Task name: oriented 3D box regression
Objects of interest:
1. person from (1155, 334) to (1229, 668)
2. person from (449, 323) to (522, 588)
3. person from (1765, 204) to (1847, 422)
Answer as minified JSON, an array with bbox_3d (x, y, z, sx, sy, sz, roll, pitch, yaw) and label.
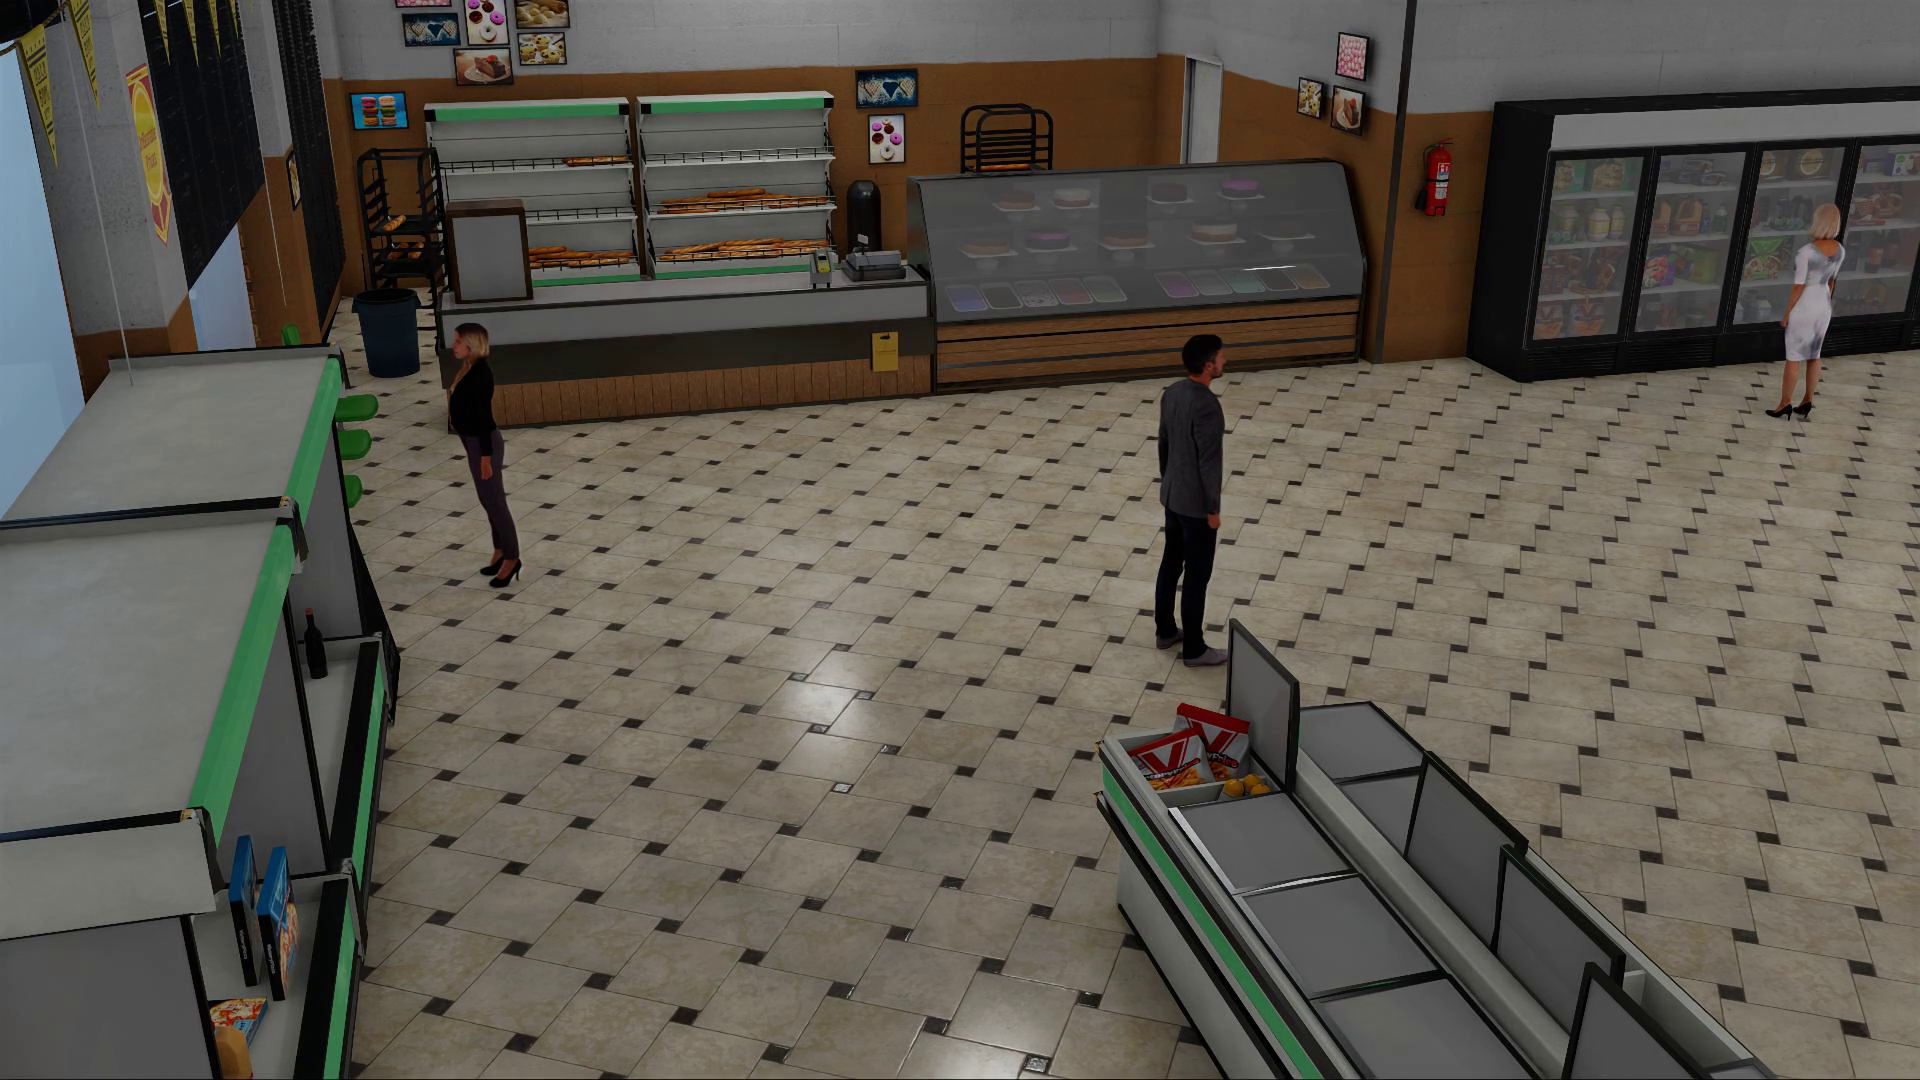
[{"bbox_3d":[1.284,-0.227,9.220,0.769,1.873,0.586,-9,24,-21],"label":"person"},{"bbox_3d":[-2.914,-0.530,10.250,0.670,1.666,0.518,-9,24,-21],"label":"person"},{"bbox_3d":[6.834,-1.830,13.371,0.553,1.752,0.492,-6,23,-15],"label":"person"}]
